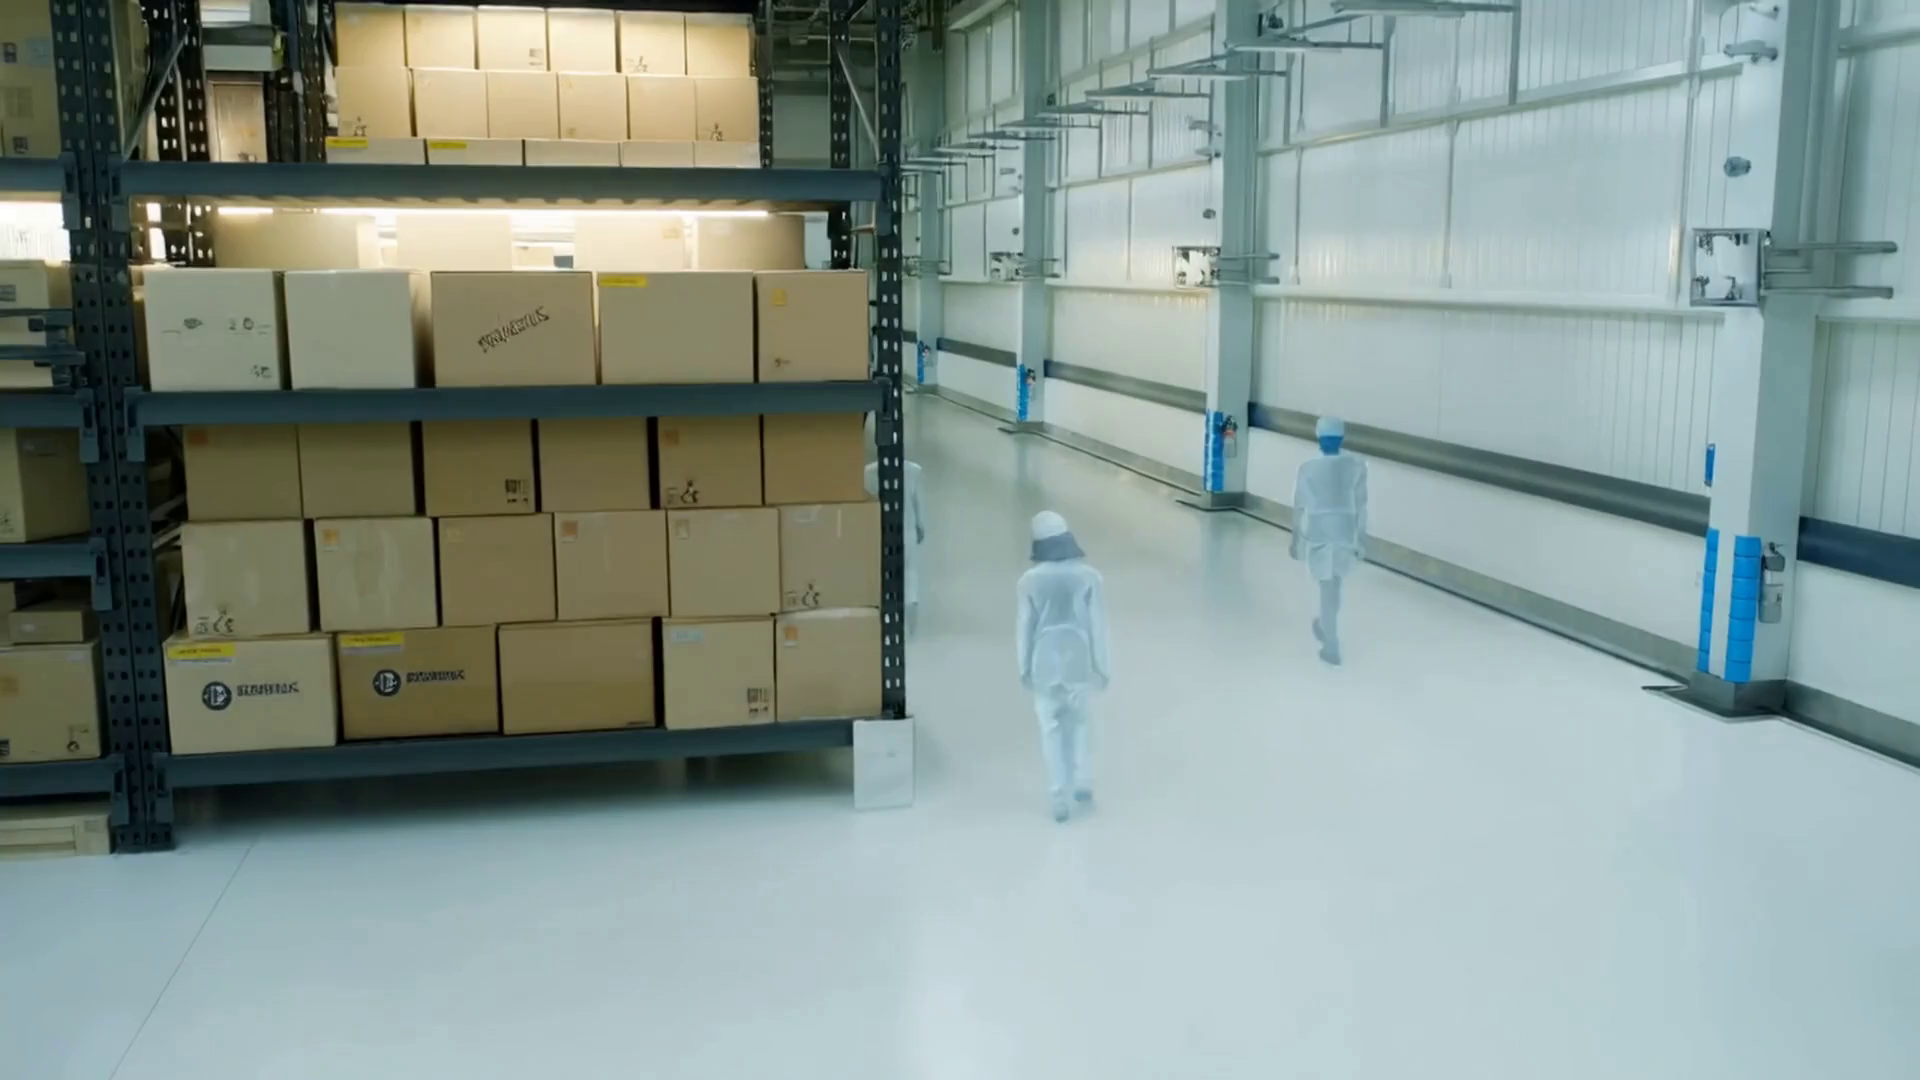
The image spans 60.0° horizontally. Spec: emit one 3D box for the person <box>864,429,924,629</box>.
[{"bbox_3d":[-0.580,-0.112,13.949,0.591,1.733,0.664,-2,9,-11],"label":"person"}]

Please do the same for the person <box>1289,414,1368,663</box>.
[{"bbox_3d":[2.862,-0.039,13.041,0.565,1.886,0.961,-1,9,-7],"label":"person"}]

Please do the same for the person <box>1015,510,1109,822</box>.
[{"bbox_3d":[0.555,0.692,9.142,0.518,1.705,0.414,0,9,0],"label":"person"}]
